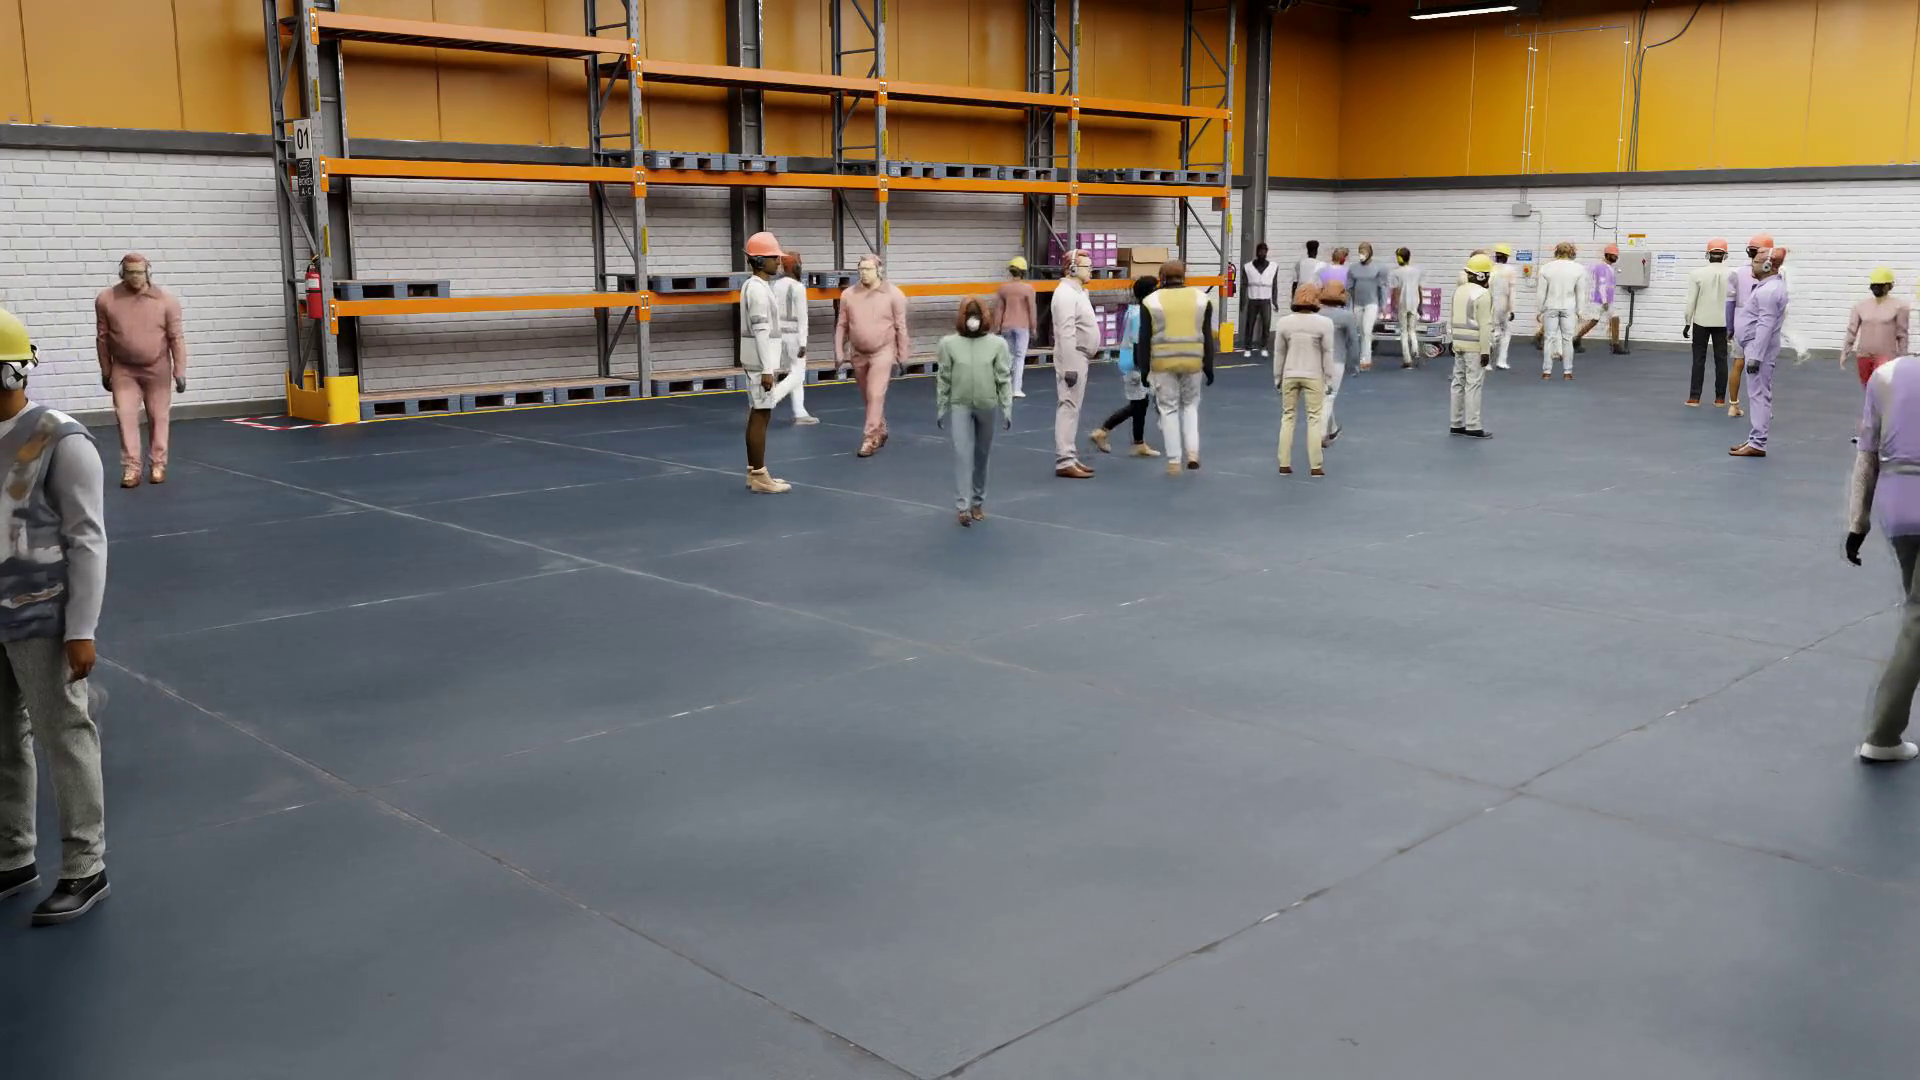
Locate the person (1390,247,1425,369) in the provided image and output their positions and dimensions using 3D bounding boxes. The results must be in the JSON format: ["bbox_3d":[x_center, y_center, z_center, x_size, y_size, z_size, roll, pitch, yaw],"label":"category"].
[{"bbox_3d":[6.762,-3.511,25.215,0.554,1.844,0.392,-2,11,-10],"label":"person"}]

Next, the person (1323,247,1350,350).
[{"bbox_3d":[6.435,-4.206,29.071,0.861,1.822,0.619,-6,12,-29],"label":"person"}]

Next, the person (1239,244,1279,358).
[{"bbox_3d":[4.955,-3.932,27.474,0.656,1.863,0.930,1,10,5],"label":"person"}]

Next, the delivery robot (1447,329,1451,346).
[{"bbox_3d":[8.643,-3.472,28.278,0.707,0.478,0.477,3,11,16],"label":"delivery robot"}]

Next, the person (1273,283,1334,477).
[{"bbox_3d":[2.885,-1.341,14.002,0.506,1.628,0.276,5,12,27],"label":"person"}]

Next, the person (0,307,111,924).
[{"bbox_3d":[-2.799,0.220,4.905,0.588,1.835,0.403,3,11,17],"label":"person"}]

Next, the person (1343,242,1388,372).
[{"bbox_3d":[5.960,-3.442,24.671,0.656,1.902,0.872,9,14,41],"label":"person"}]

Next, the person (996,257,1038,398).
[{"bbox_3d":[0.714,-2.648,20.752,0.535,1.755,0.373,6,12,30],"label":"person"}]

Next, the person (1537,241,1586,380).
[{"bbox_3d":[8.393,-3.201,23.274,0.633,1.938,0.356,3,11,17],"label":"person"}]

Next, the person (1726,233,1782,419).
[{"bbox_3d":[8.748,-2.347,18.330,0.382,2.045,0.605,-8,13,-38],"label":"person"}]

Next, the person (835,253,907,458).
[{"bbox_3d":[-0.817,-1.739,15.524,0.662,1.867,0.979,4,11,19],"label":"person"}]

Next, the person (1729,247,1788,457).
[{"bbox_3d":[7.334,-1.722,15.286,0.411,1.913,0.643,6,12,28],"label":"person"}]

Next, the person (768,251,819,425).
[{"bbox_3d":[-1.839,-2.115,17.580,0.752,1.861,0.582,-8,13,-37],"label":"person"}]

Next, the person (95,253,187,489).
[{"bbox_3d":[-6.551,-1.342,13.318,0.662,1.863,0.903,-4,11,-20],"label":"person"}]

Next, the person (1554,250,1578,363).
[{"bbox_3d":[9.701,-3.769,26.765,0.480,1.811,0.976,-1,10,-7],"label":"person"}]

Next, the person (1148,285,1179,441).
[{"bbox_3d":[2.067,-1.791,16.425,0.528,1.625,0.464,3,11,16],"label":"person"}]

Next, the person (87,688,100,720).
[{"bbox_3d":[-3.539,-0.005,5.907,0.634,1.918,0.637,5,11,23],"label":"person"}]

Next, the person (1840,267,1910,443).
[{"bbox_3d":[8.951,-1.808,16.287,0.928,1.714,0.545,-9,14,-40],"label":"person"}]

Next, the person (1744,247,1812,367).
[{"bbox_3d":[12.616,-3.566,25.536,0.917,1.852,0.582,8,13,38],"label":"person"}]

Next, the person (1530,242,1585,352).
[{"bbox_3d":[10.414,-4.215,28.891,0.866,1.915,0.545,5,12,26],"label":"person"}]

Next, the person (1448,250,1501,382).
[{"bbox_3d":[7.017,-3.048,22.779,0.656,1.810,0.829,8,13,39],"label":"person"}]

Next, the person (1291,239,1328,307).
[{"bbox_3d":[5.949,-4.108,28.209,0.601,1.947,0.545,8,13,37],"label":"person"}]

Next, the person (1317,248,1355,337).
[{"bbox_3d":[5.695,-3.506,25.234,0.652,1.825,0.425,3,11,17],"label":"person"}]

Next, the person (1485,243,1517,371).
[{"bbox_3d":[8.022,-3.461,24.761,0.617,1.903,0.604,9,14,41],"label":"person"}]

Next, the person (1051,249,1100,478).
[{"bbox_3d":[0.975,-1.480,13.981,0.403,1.906,0.650,2,11,9],"label":"person"}]

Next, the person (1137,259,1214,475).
[{"bbox_3d":[1.812,-1.459,14.100,0.640,1.819,0.468,-1,10,-5],"label":"person"}]

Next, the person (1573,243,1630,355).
[{"bbox_3d":[10.962,-4.117,28.438,0.556,1.895,0.989,-9,14,-41],"label":"person"}]

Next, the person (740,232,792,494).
[{"bbox_3d":[-1.539,-1.385,13.090,0.377,2.045,0.605,-2,11,-12],"label":"person"}]

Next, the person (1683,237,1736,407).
[{"bbox_3d":[8.889,-2.569,19.677,0.624,1.992,0.390,2,11,10],"label":"person"}]

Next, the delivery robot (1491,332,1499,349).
[{"bbox_3d":[8.615,-3.380,27.775,0.707,0.478,0.477,7,12,33],"label":"delivery robot"}]

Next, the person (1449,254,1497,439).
[{"bbox_3d":[5.130,-1.929,16.628,0.404,1.833,0.591,-3,11,-15],"label":"person"}]

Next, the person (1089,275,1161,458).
[{"bbox_3d":[1.513,-1.555,15.017,0.566,1.669,0.559,1,10,5],"label":"person"}]

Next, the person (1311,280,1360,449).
[{"bbox_3d":[3.574,-1.681,15.924,0.533,1.585,0.865,8,13,37],"label":"person"}]

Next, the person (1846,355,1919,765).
[{"bbox_3d":[3.853,-0.090,6.458,0.954,1.876,0.614,-6,12,-29],"label":"person"}]

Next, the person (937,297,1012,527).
[{"bbox_3d":[0.105,-0.885,11.568,0.523,1.585,0.825,-1,10,-3],"label":"person"}]
